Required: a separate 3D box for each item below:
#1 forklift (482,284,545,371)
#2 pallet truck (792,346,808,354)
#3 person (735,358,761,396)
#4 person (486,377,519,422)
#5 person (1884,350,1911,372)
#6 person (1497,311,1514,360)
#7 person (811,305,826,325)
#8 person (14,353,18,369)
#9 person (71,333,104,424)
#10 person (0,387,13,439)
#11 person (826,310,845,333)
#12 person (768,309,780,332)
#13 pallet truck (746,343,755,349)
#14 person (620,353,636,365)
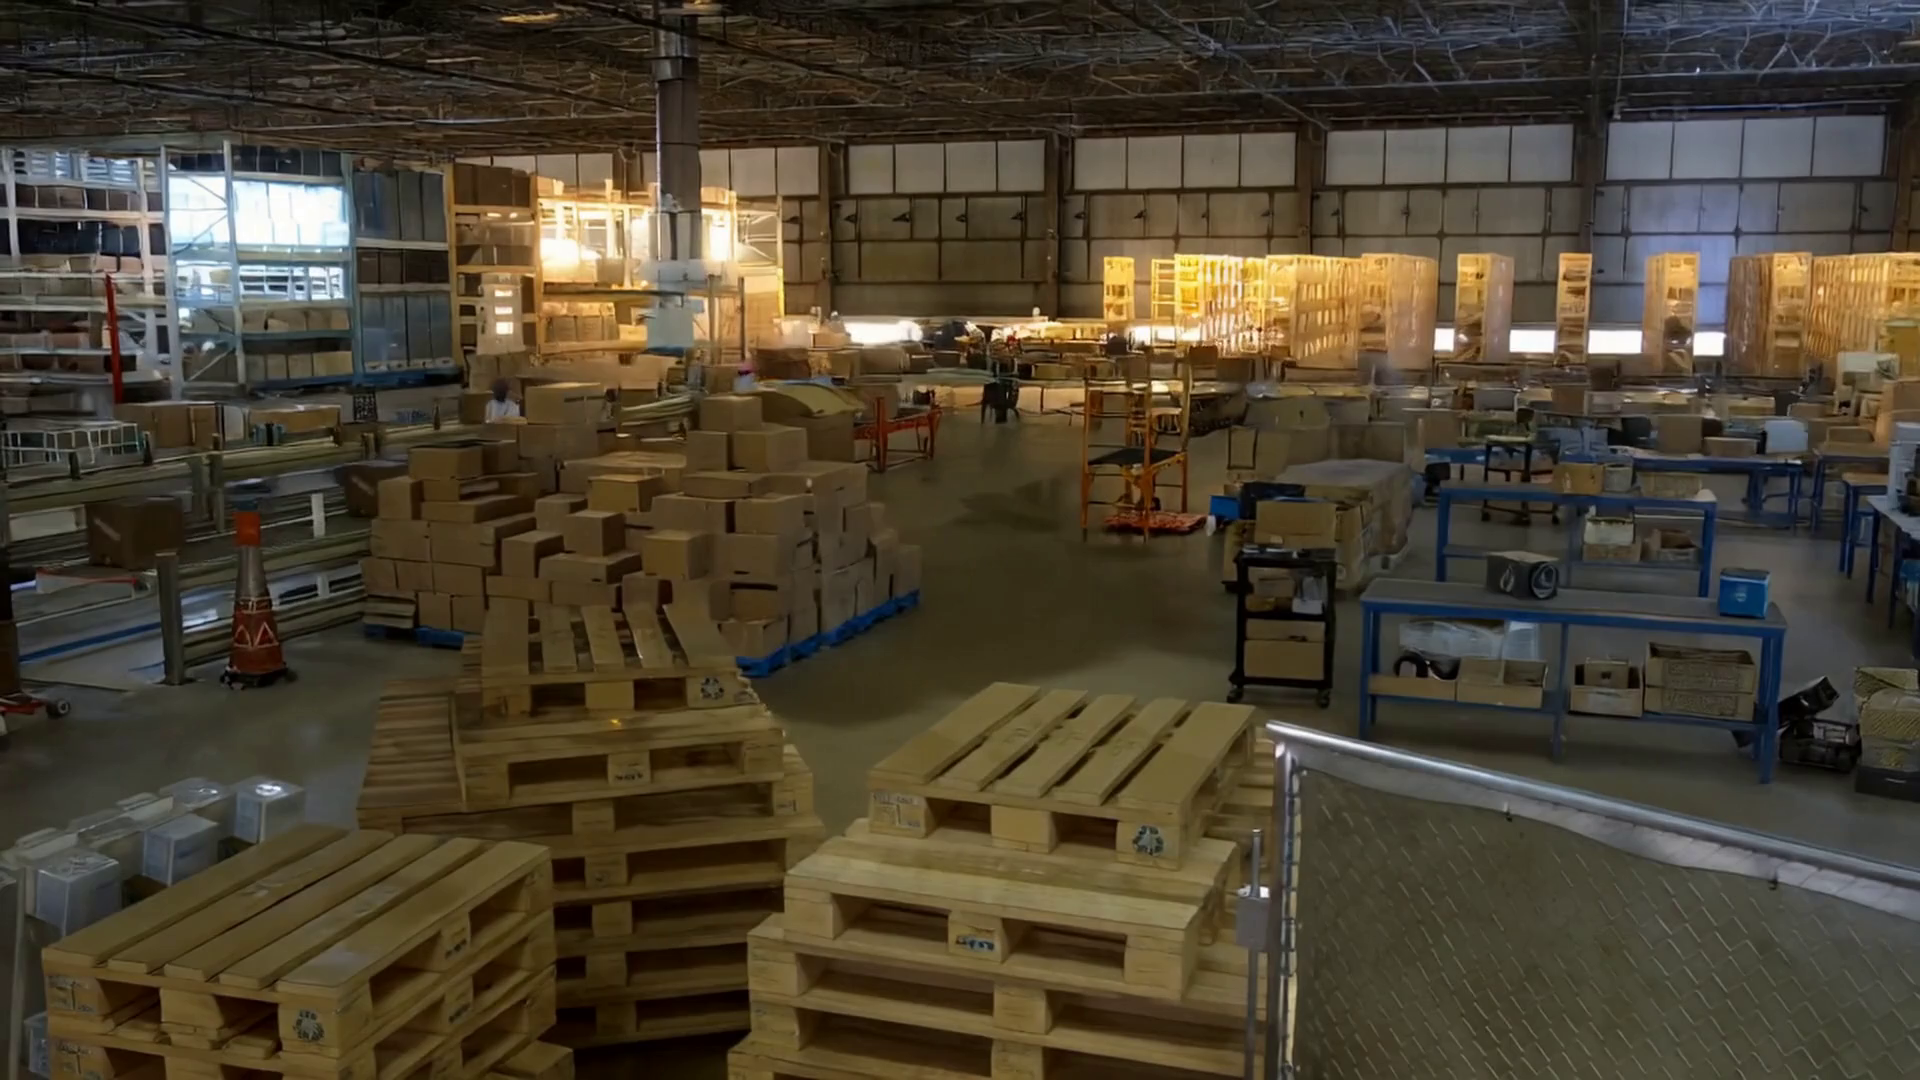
[{"bbox_3d":[-10.832,-4.702,39.610,1.129,2.768,1.873,3,10,20],"label":"forklift"},{"bbox_3d":[-3.705,-4.298,42.022,0.653,1.274,1.630,3,10,20],"label":"pallet truck"},{"bbox_3d":[-3.323,-1.956,25.913,0.547,1.743,0.596,5,11,31],"label":"person"},{"bbox_3d":[-6.083,-1.317,22.070,0.556,1.683,0.369,4,10,26],"label":"person"},{"bbox_3d":[21.219,-3.908,37.826,0.667,1.871,0.843,-2,9,-10],"label":"person"},{"bbox_3d":[19.317,-7.321,59.474,0.980,1.800,0.588,3,9,17],"label":"person"},{"bbox_3d":[-5.149,-7.594,60.679,0.606,1.951,0.379,-6,11,-32],"label":"person"},{"bbox_3d":[-21.302,-3.678,37.121,0.552,1.616,0.466,2,9,15],"label":"person"},{"bbox_3d":[-17.886,-3.285,33.935,0.994,1.857,0.643,6,11,31],"label":"person"},{"bbox_3d":[-17.952,-2.715,30.971,0.538,1.651,0.851,-2,9,-10],"label":"person"},{"bbox_3d":[-3.896,-6.119,51.425,0.631,1.941,0.891,-2,9,-14],"label":"person"},{"bbox_3d":[-6.989,-7.778,62.406,0.533,1.772,0.298,6,11,32],"label":"person"},{"bbox_3d":[-6.183,-4.618,44.264,1.601,1.201,0.680,-9,12,-43],"label":"pallet truck"},{"bbox_3d":[-8.848,-5.020,44.719,0.633,1.906,0.960,6,11,35],"label":"person"}]
